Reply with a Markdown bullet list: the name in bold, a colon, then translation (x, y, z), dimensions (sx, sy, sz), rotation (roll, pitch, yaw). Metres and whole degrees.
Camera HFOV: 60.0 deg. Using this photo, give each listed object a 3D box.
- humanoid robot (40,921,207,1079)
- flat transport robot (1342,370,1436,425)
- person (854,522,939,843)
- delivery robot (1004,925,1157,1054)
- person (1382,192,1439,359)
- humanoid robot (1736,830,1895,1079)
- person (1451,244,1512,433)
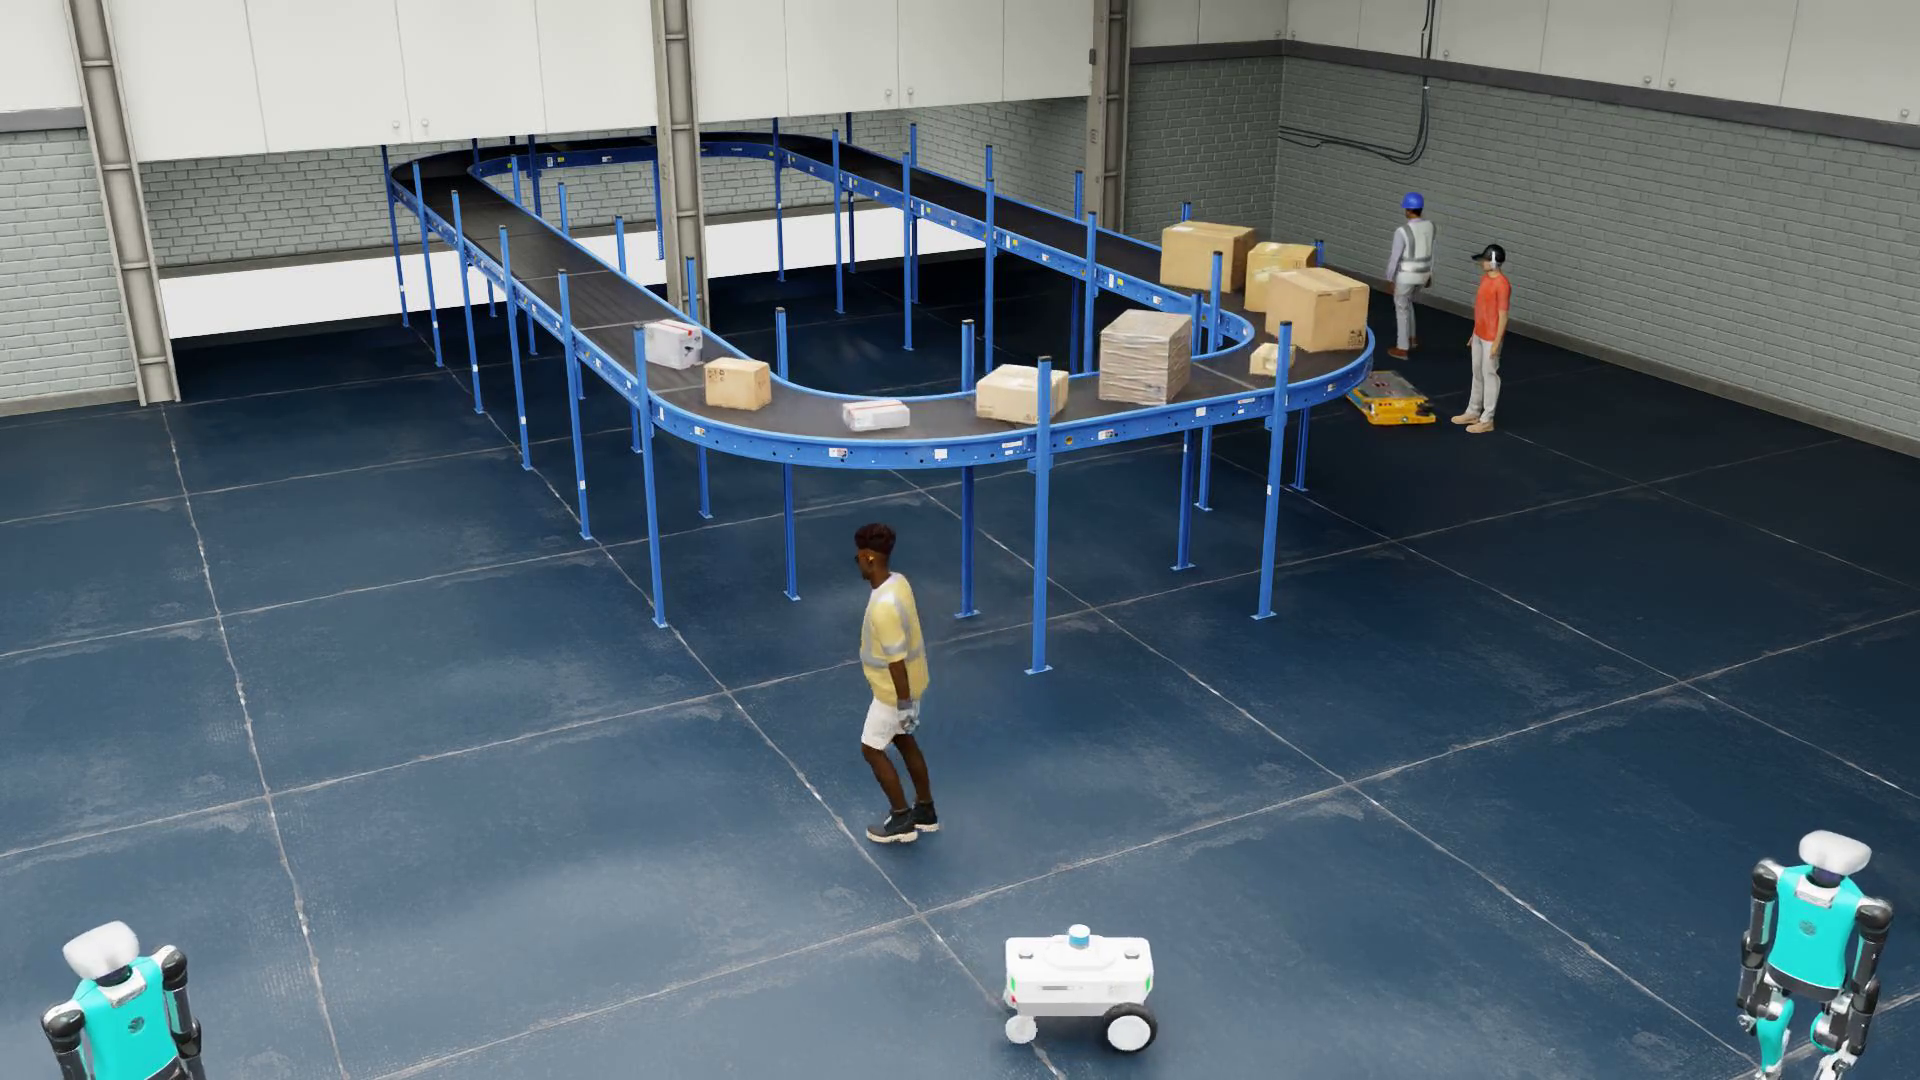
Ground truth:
- **humanoid robot**: translation (-3.346, 2.201, 6.563), dimensions (1.035, 1.774, 0.549), rotation (15, 26, 33)
- **flat transport robot**: translation (4.480, -1.524, 17.643), dimensions (0.659, 0.231, 1.431), rotation (-2, 22, -5)
- **person**: translation (-0.363, 0.829, 9.615), dimensions (0.543, 1.924, 0.617), rotation (4, 22, 10)
- **delivery robot**: translation (0.585, 2.156, 8.145), dimensions (0.776, 0.580, 0.499), rotation (0, 22, 0)
- **person**: translation (5.171, -3.052, 19.206), dimensions (0.630, 1.925, 0.475), rotation (-13, 25, -28)
- **humanoid robot**: translation (3.630, 1.971, 7.080), dimensions (0.541, 1.807, 0.800), rotation (20, 30, 40)
- **person**: translation (5.262, -2.022, 16.690), dimensions (0.412, 1.909, 0.475), rotation (-4, 22, -9)
